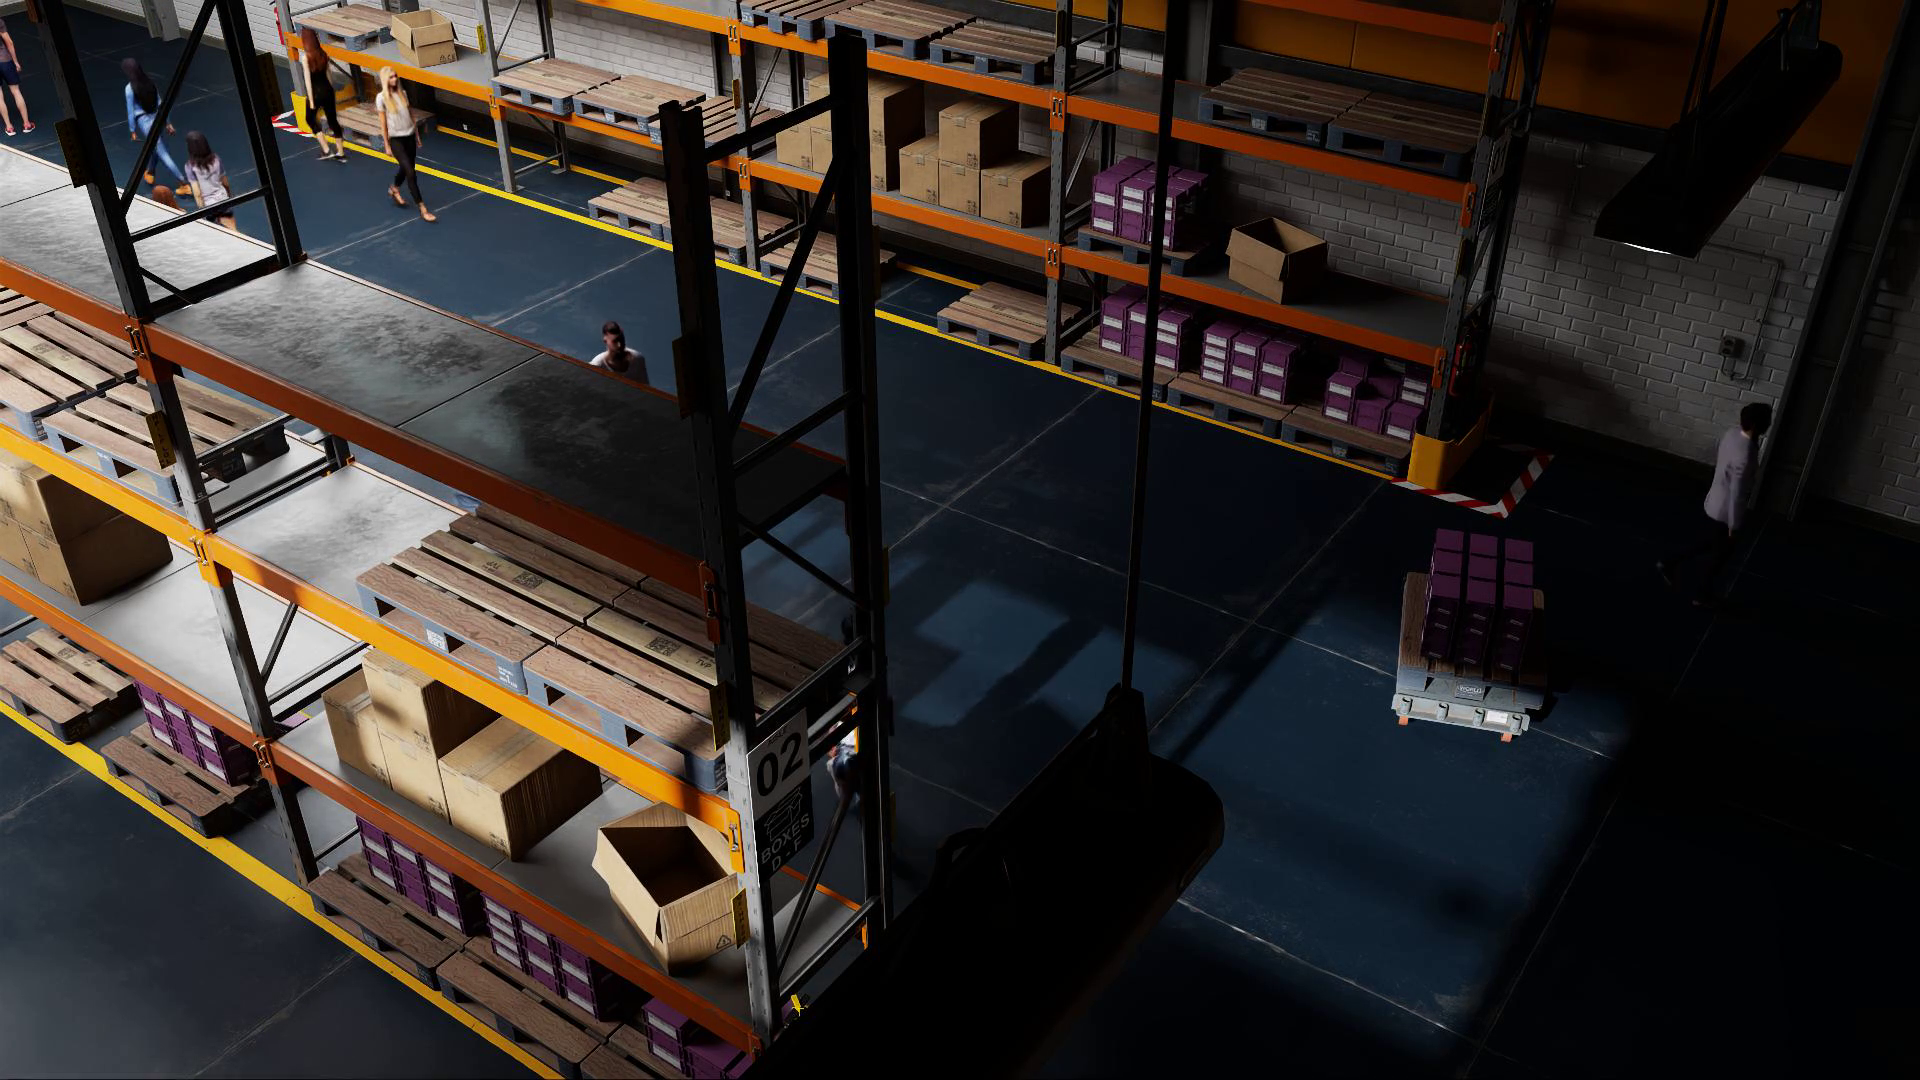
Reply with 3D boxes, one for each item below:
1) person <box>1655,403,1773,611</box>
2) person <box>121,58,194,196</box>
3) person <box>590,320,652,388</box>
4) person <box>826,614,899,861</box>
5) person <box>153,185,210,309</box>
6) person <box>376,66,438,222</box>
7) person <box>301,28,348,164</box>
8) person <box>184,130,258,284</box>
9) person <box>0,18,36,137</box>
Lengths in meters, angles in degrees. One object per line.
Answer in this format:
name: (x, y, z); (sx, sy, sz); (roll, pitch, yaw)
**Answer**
person: (5.881, -0.267, 12.973); (0.985, 1.837, 0.873); (7, 34, 10)
person: (-9.749, -4.971, 20.210); (1.255, 1.659, 0.857); (12, 35, 17)
person: (-2.912, -1.068, 14.182); (0.780, 1.832, 0.752); (-20, 38, -27)
person: (-0.685, 1.183, 10.837); (0.879, 1.786, 1.225); (-24, 40, -31)
person: (-7.883, -2.788, 16.887); (0.581, 1.703, 0.648); (14, 36, 20)
person: (-6.669, -4.715, 19.702); (1.127, 1.795, 0.653); (18, 38, 25)
person: (-8.060, -5.617, 21.133); (0.611, 1.713, 0.589); (20, 39, 27)
person: (-8.039, -3.566, 18.071); (1.171, 1.687, 0.683); (27, 42, 34)
person: (-12.773, -6.317, 22.061); (0.737, 1.851, 0.715); (-16, 37, -22)
